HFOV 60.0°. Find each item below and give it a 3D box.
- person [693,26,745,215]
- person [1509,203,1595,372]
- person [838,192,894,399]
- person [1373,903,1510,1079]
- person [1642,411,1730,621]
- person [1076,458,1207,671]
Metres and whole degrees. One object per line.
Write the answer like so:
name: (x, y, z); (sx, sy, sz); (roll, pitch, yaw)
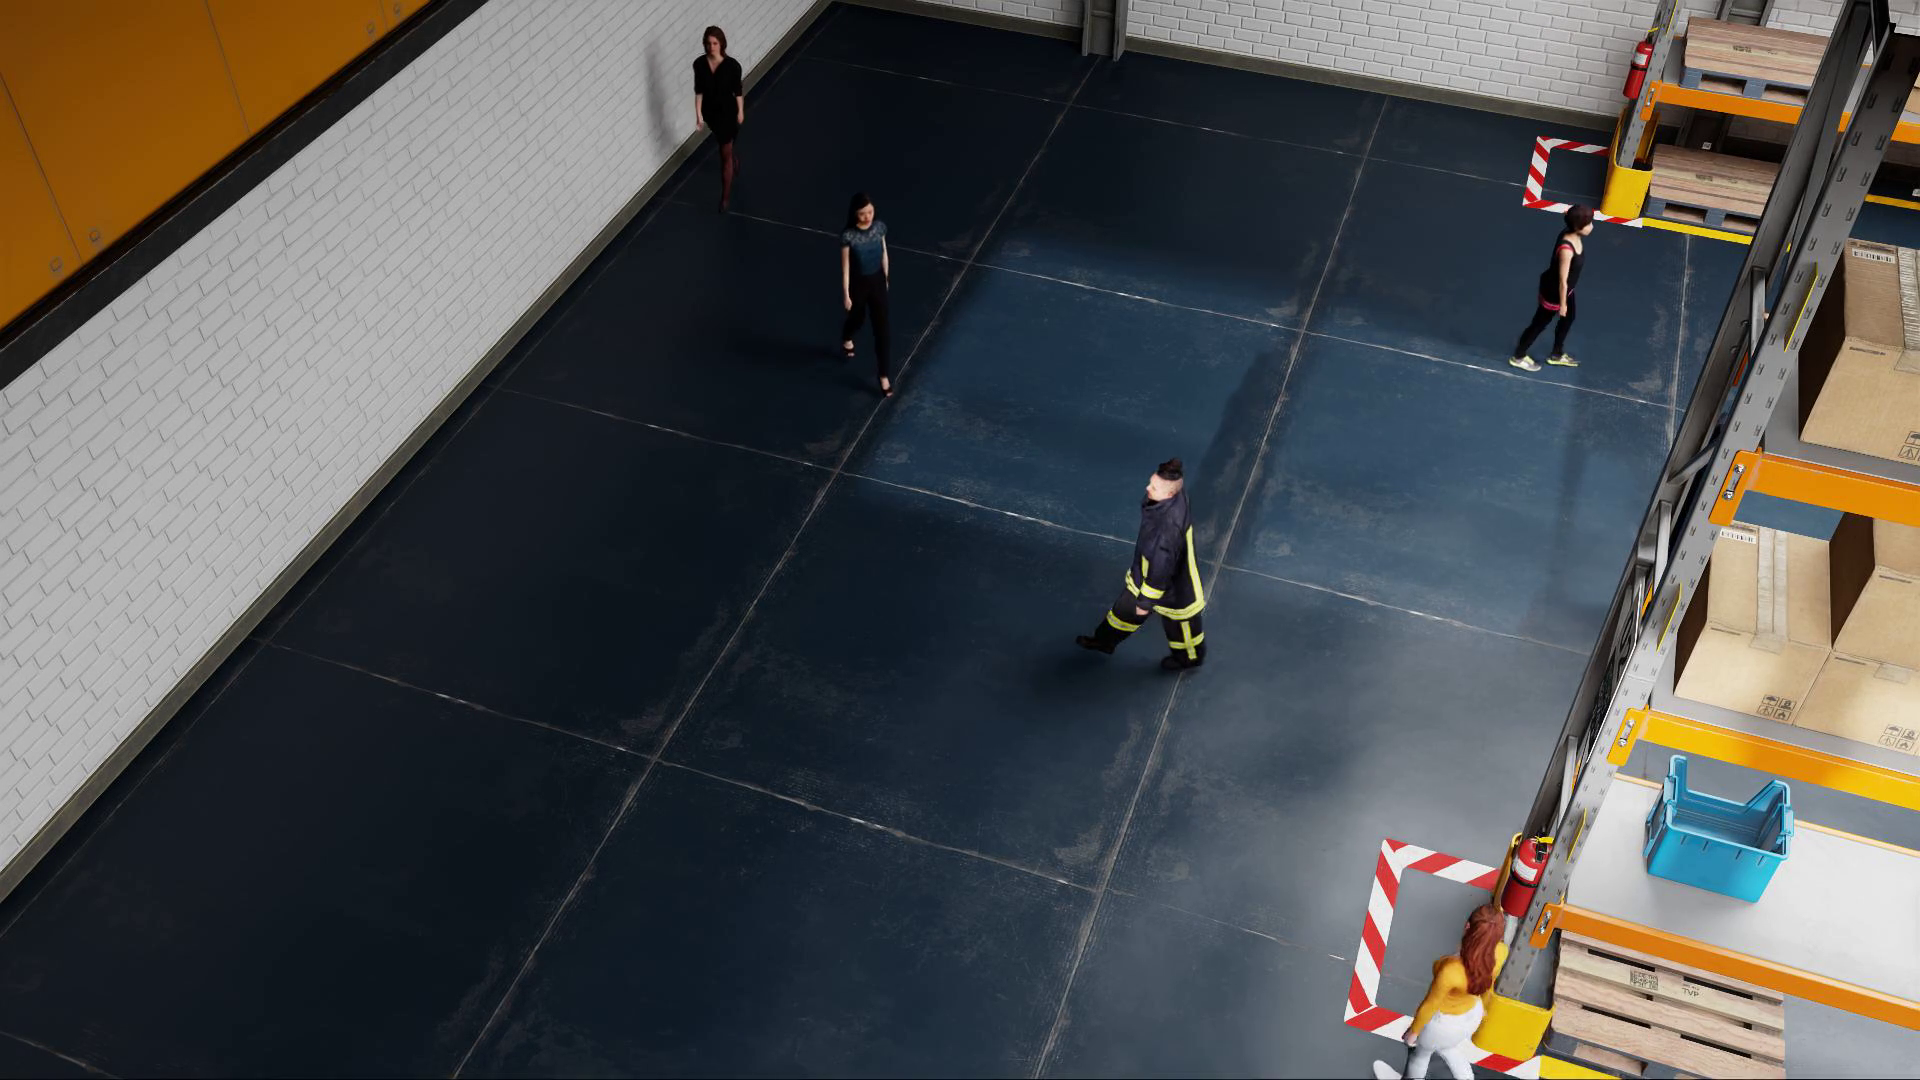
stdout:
person: (-2.158, -3.894, 15.099); (1.051, 1.656, 0.749); (8, 44, 8)
person: (4.664, -2.008, 13.207); (0.766, 1.534, 0.588); (17, 46, 17)
person: (-0.789, -1.992, 13.071); (0.985, 1.700, 1.054); (-18, 47, -18)
person: (2.531, 2.471, 8.355); (0.945, 1.743, 1.057); (-27, 50, -25)
person: (4.812, -0.119, 11.098); (0.783, 1.710, 0.821); (28, 50, 26)
person: (1.408, 0.193, 10.683); (1.231, 1.830, 1.039); (-1, 44, -1)
